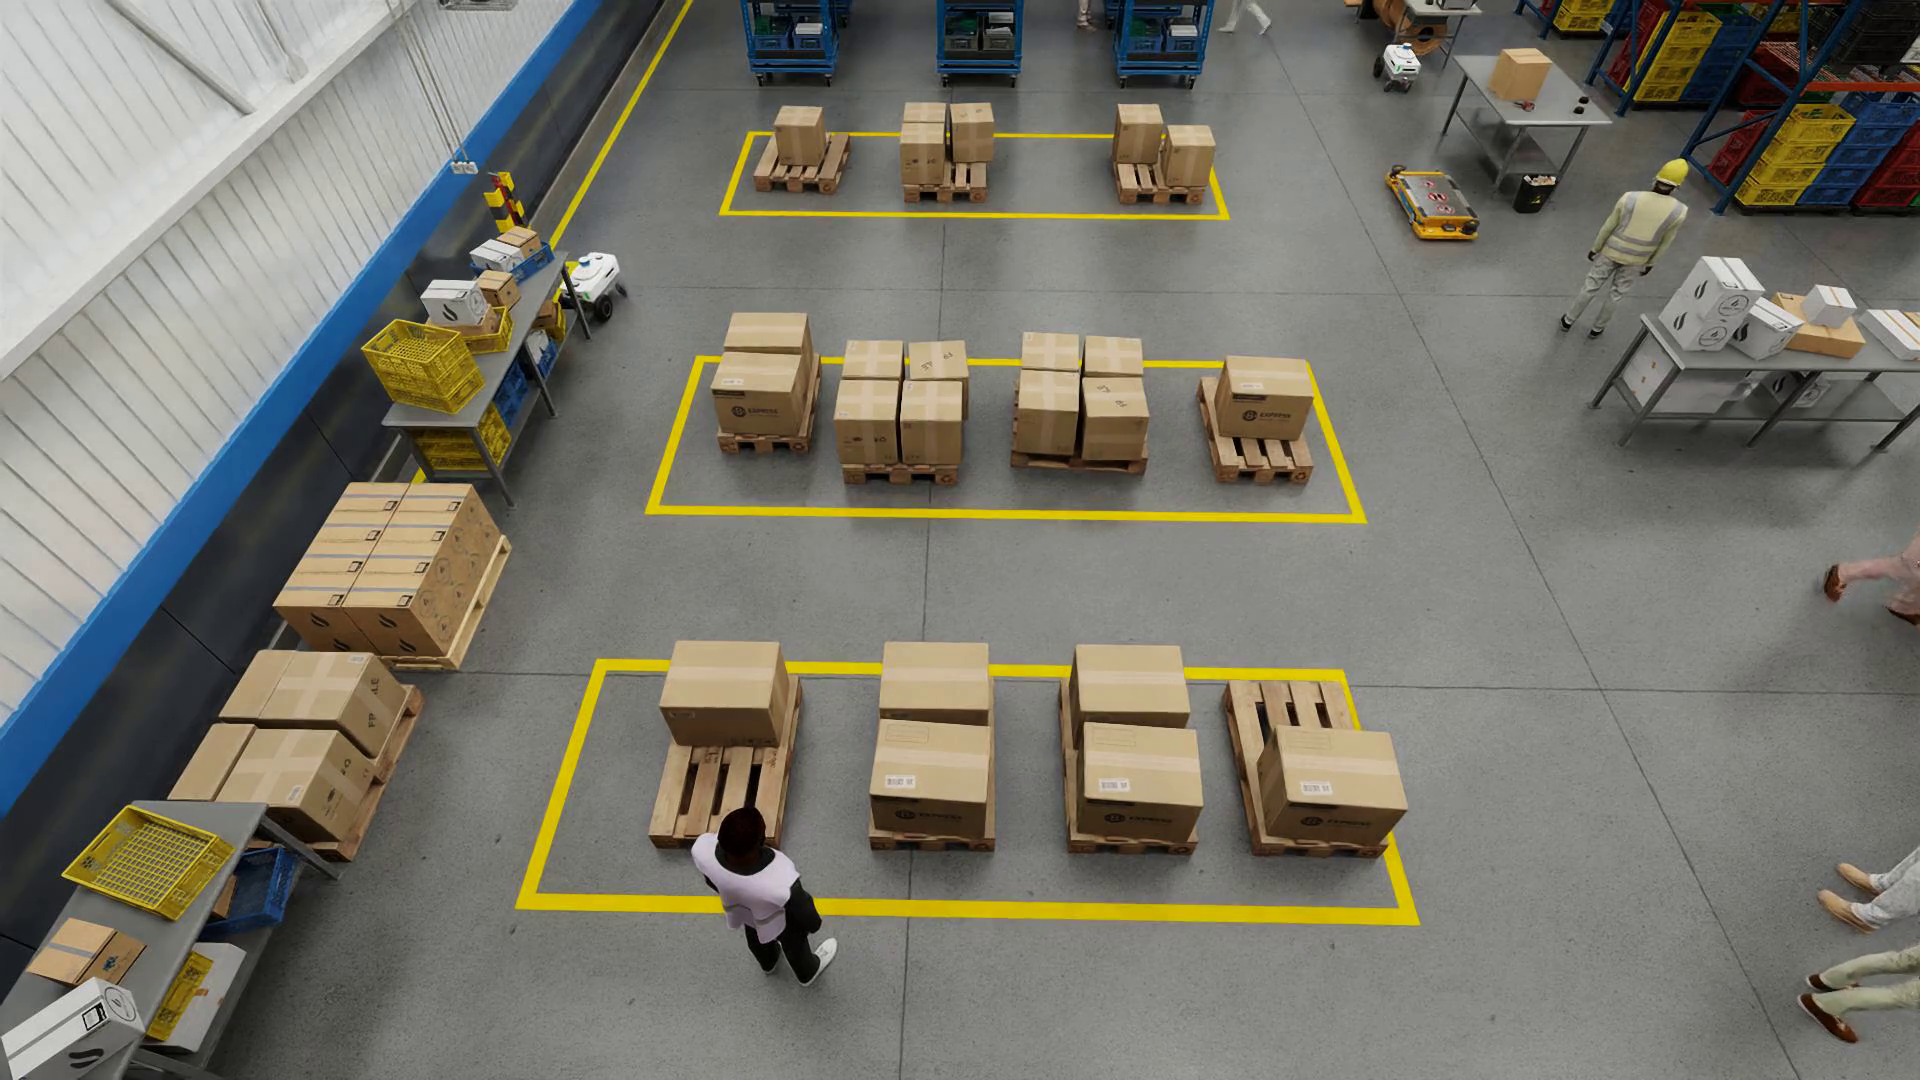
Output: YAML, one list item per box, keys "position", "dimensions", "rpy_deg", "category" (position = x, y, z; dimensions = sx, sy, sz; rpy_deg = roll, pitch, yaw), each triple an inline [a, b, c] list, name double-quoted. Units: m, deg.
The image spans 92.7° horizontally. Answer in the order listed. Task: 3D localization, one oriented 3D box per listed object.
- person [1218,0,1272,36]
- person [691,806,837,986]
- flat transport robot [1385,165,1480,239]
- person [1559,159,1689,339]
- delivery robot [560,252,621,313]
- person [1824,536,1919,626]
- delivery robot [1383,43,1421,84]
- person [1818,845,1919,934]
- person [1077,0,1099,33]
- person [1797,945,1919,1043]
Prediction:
- position: [4.551, -8.634, 14.110]
  dimensions: [0.739, 1.607, 0.513]
  rpy_deg: [9, 50, 8]
  category: "person"
- position: [-1.007, 1.903, 4.786]
  dimensions: [0.592, 1.919, 0.389]
  rpy_deg: [16, 51, 13]
  category: "person"
- position: [5.692, -4.094, 11.059]
  dimensions: [0.652, 0.197, 1.431]
  rpy_deg: [1, 49, 1]
  category: "flat transport robot"
- position: [6.477, -2.803, 8.915]
  dimensions: [0.588, 1.833, 0.404]
  rpy_deg: [26, 54, 21]
  category: "person"
- position: [-3.890, -2.745, 9.645]
  dimensions: [0.477, 0.478, 0.707]
  rpy_deg: [9, 50, 8]
  category: "delivery robot"
- position: [7.187, -0.090, 6.550]
  dimensions: [0.702, 1.882, 0.606]
  rpy_deg: [-14, 51, -12]
  category: "person"
- position: [6.388, -6.916, 13.255]
  dimensions: [0.477, 0.478, 0.707]
  rpy_deg: [2, 49, 1]
  category: "delivery robot"
- position: [5.591, 1.660, 5.056]
  dimensions: [0.619, 1.836, 0.430]
  rpy_deg: [-34, 57, -26]
  category: "person"
- position: [2.070, -8.952, 14.142]
  dimensions: [0.395, 1.988, 0.619]
  rpy_deg: [16, 51, 13]
  category: "person"
- position: [5.102, 2.095, 4.665]
  dimensions: [0.346, 1.853, 0.524]
  rpy_deg: [28, 55, 22]
  category: "person"
